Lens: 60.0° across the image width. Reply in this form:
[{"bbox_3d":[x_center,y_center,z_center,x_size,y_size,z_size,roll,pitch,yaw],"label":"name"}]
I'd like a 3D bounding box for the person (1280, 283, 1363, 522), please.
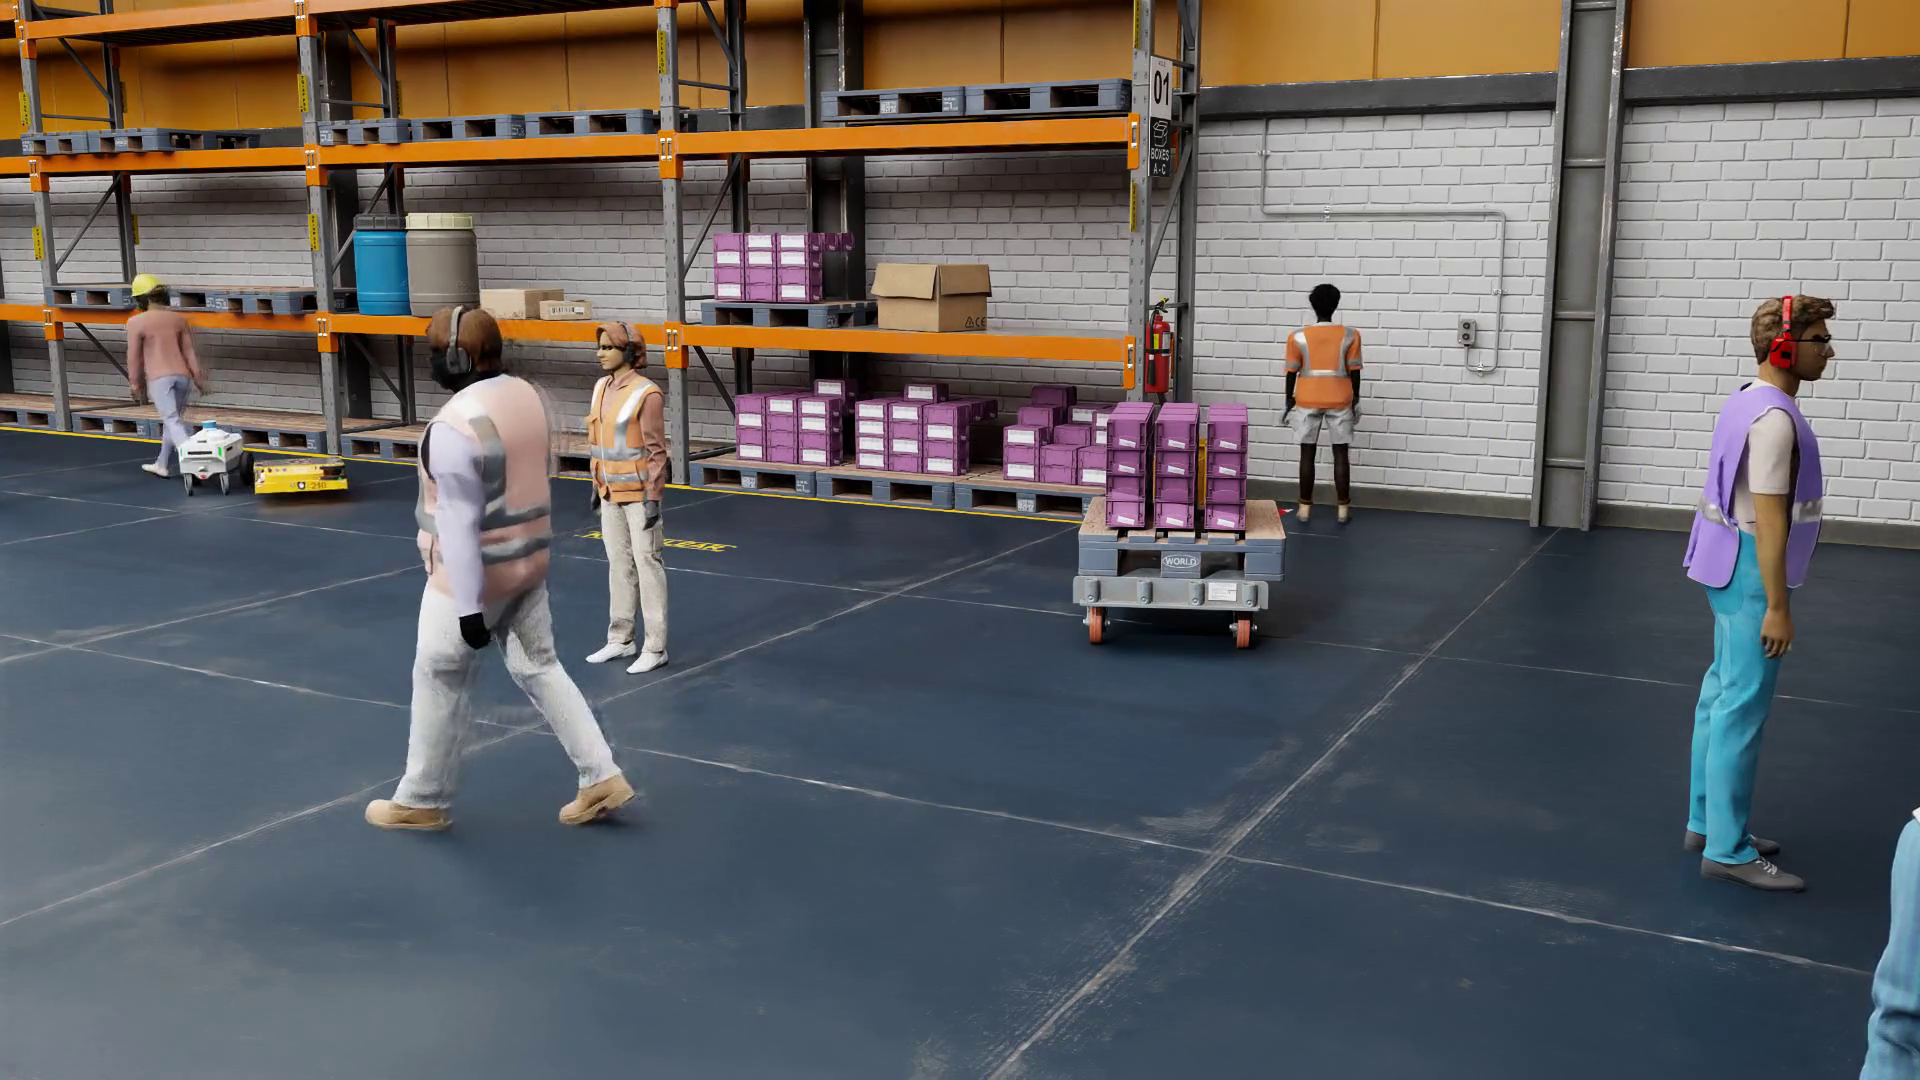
[{"bbox_3d":[2.570,-0.963,11.799,0.550,1.697,0.324,2,11,11],"label":"person"}]

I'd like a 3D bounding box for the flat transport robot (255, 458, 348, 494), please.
[{"bbox_3d":[-5.222,-0.519,13.145,0.652,0.197,1.431,-7,9,-22],"label":"flat transport robot"}]

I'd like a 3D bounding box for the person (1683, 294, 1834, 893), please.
[{"bbox_3d":[2.497,0.155,5.252,0.394,1.847,0.563,3,11,17],"label":"person"}]

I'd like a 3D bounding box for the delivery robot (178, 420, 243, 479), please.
[{"bbox_3d":[-5.981,-0.711,13.290,0.477,0.478,0.707,-2,11,-10],"label":"delivery robot"}]

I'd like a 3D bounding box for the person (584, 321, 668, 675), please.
[{"bbox_3d":[-1.550,-0.200,7.762,0.513,1.642,0.313,10,14,44],"label":"person"}]

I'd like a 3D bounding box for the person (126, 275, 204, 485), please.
[{"bbox_3d":[-6.489,-1.304,13.632,0.933,1.713,0.562,6,12,30],"label":"person"}]

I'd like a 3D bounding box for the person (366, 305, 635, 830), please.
[{"bbox_3d":[-1.577,0.112,5.611,0.900,1.810,0.628,4,11,19],"label":"person"}]

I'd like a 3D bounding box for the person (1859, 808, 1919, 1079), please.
[{"bbox_3d":[1.349,0.854,1.994,0.524,1.639,0.306,3,11,15],"label":"person"}]
